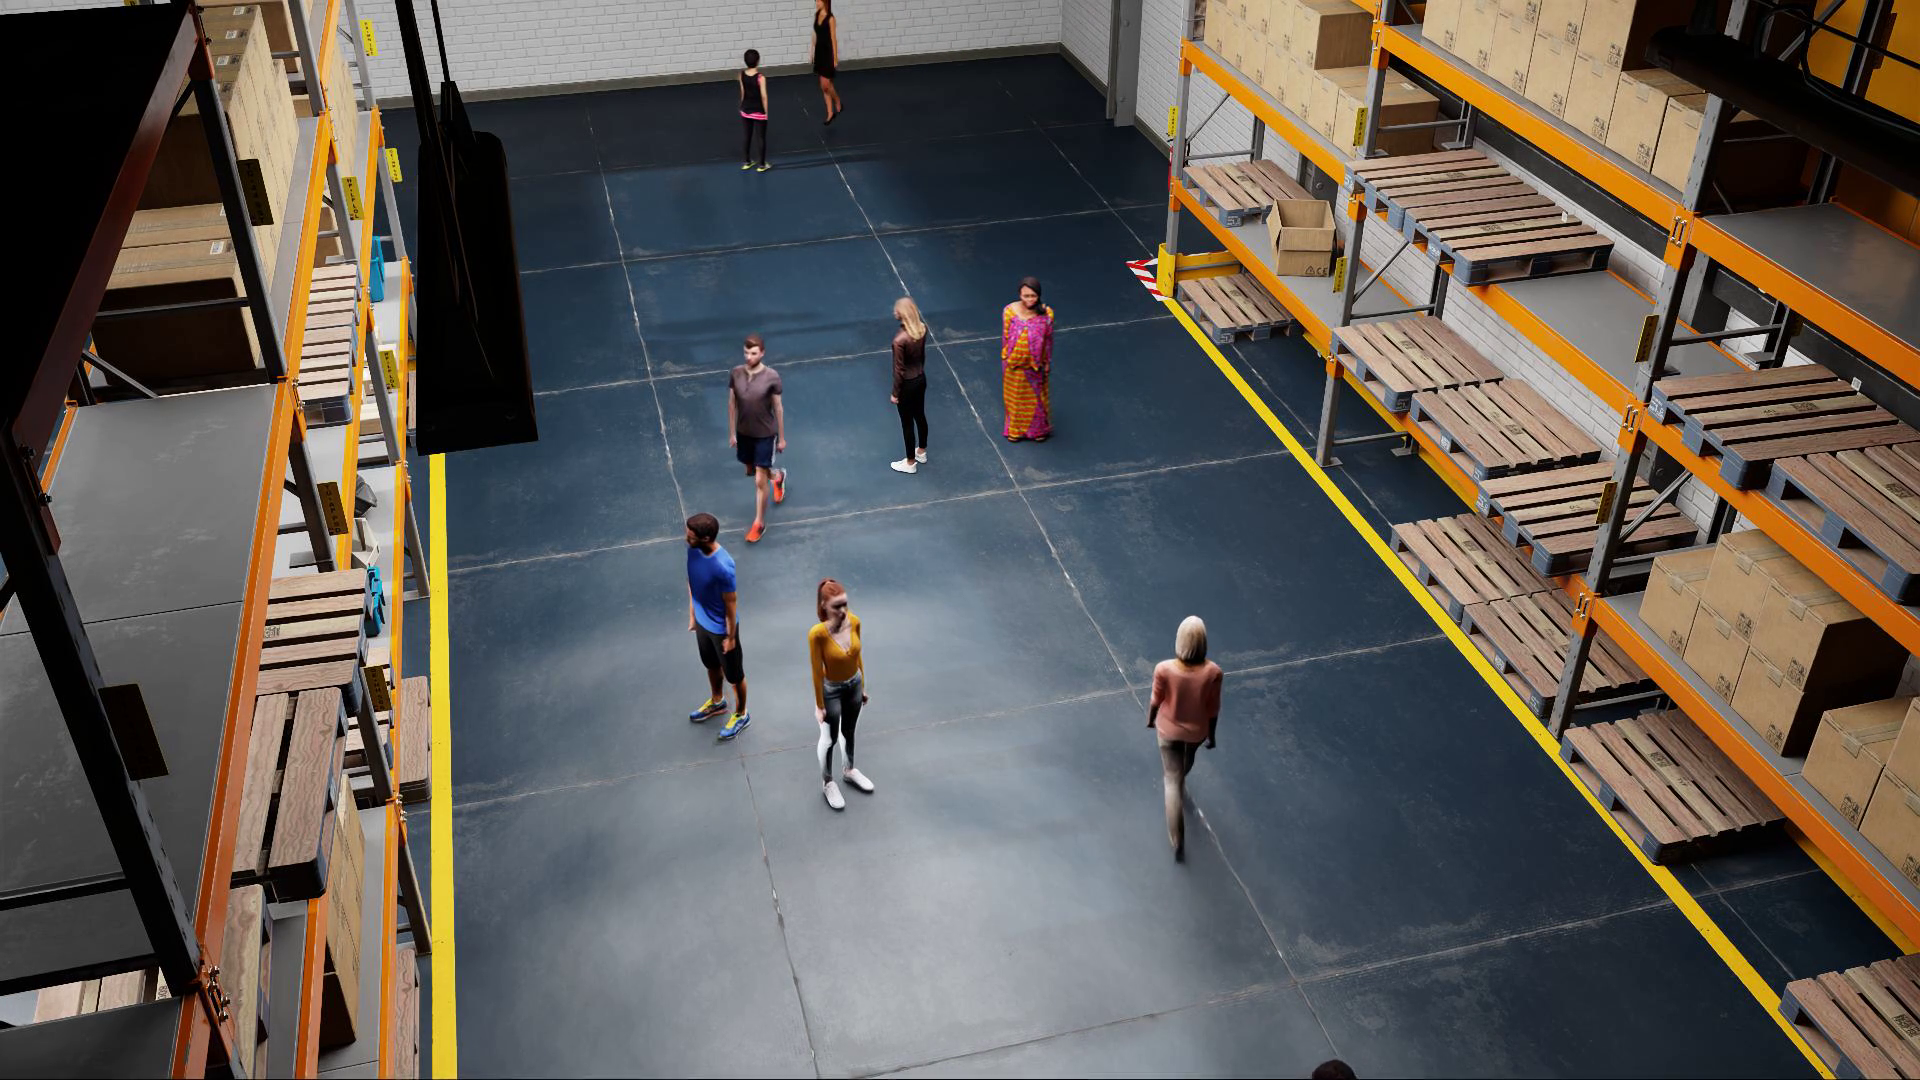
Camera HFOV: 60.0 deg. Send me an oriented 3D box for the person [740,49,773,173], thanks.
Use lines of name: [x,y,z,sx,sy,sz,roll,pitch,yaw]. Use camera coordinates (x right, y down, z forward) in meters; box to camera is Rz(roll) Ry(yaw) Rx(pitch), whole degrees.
person: [-2.654,-5.525,21.358,0.623,1.549,0.671,14,36,20]

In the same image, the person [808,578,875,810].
person: [-0.831,1.027,11.318,0.678,1.751,0.710,-26,42,-33]

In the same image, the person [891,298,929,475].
person: [-0.445,-1.405,15.018,0.719,1.705,0.666,19,38,26]

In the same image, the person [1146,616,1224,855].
person: [1.469,1.307,10.966,0.822,1.674,1.188,1,34,1]

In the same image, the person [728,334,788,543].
person: [-1.703,-0.936,14.202,1.044,1.827,1.188,11,35,17]

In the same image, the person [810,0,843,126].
person: [-1.755,-6.562,22.669,0.759,1.825,0.810,28,43,35]

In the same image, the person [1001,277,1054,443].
person: [0.620,-1.688,15.470,0.733,1.677,0.761,2,34,3]

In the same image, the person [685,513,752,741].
person: [-1.732,0.576,11.892,0.765,1.867,0.664,-28,43,-36]
